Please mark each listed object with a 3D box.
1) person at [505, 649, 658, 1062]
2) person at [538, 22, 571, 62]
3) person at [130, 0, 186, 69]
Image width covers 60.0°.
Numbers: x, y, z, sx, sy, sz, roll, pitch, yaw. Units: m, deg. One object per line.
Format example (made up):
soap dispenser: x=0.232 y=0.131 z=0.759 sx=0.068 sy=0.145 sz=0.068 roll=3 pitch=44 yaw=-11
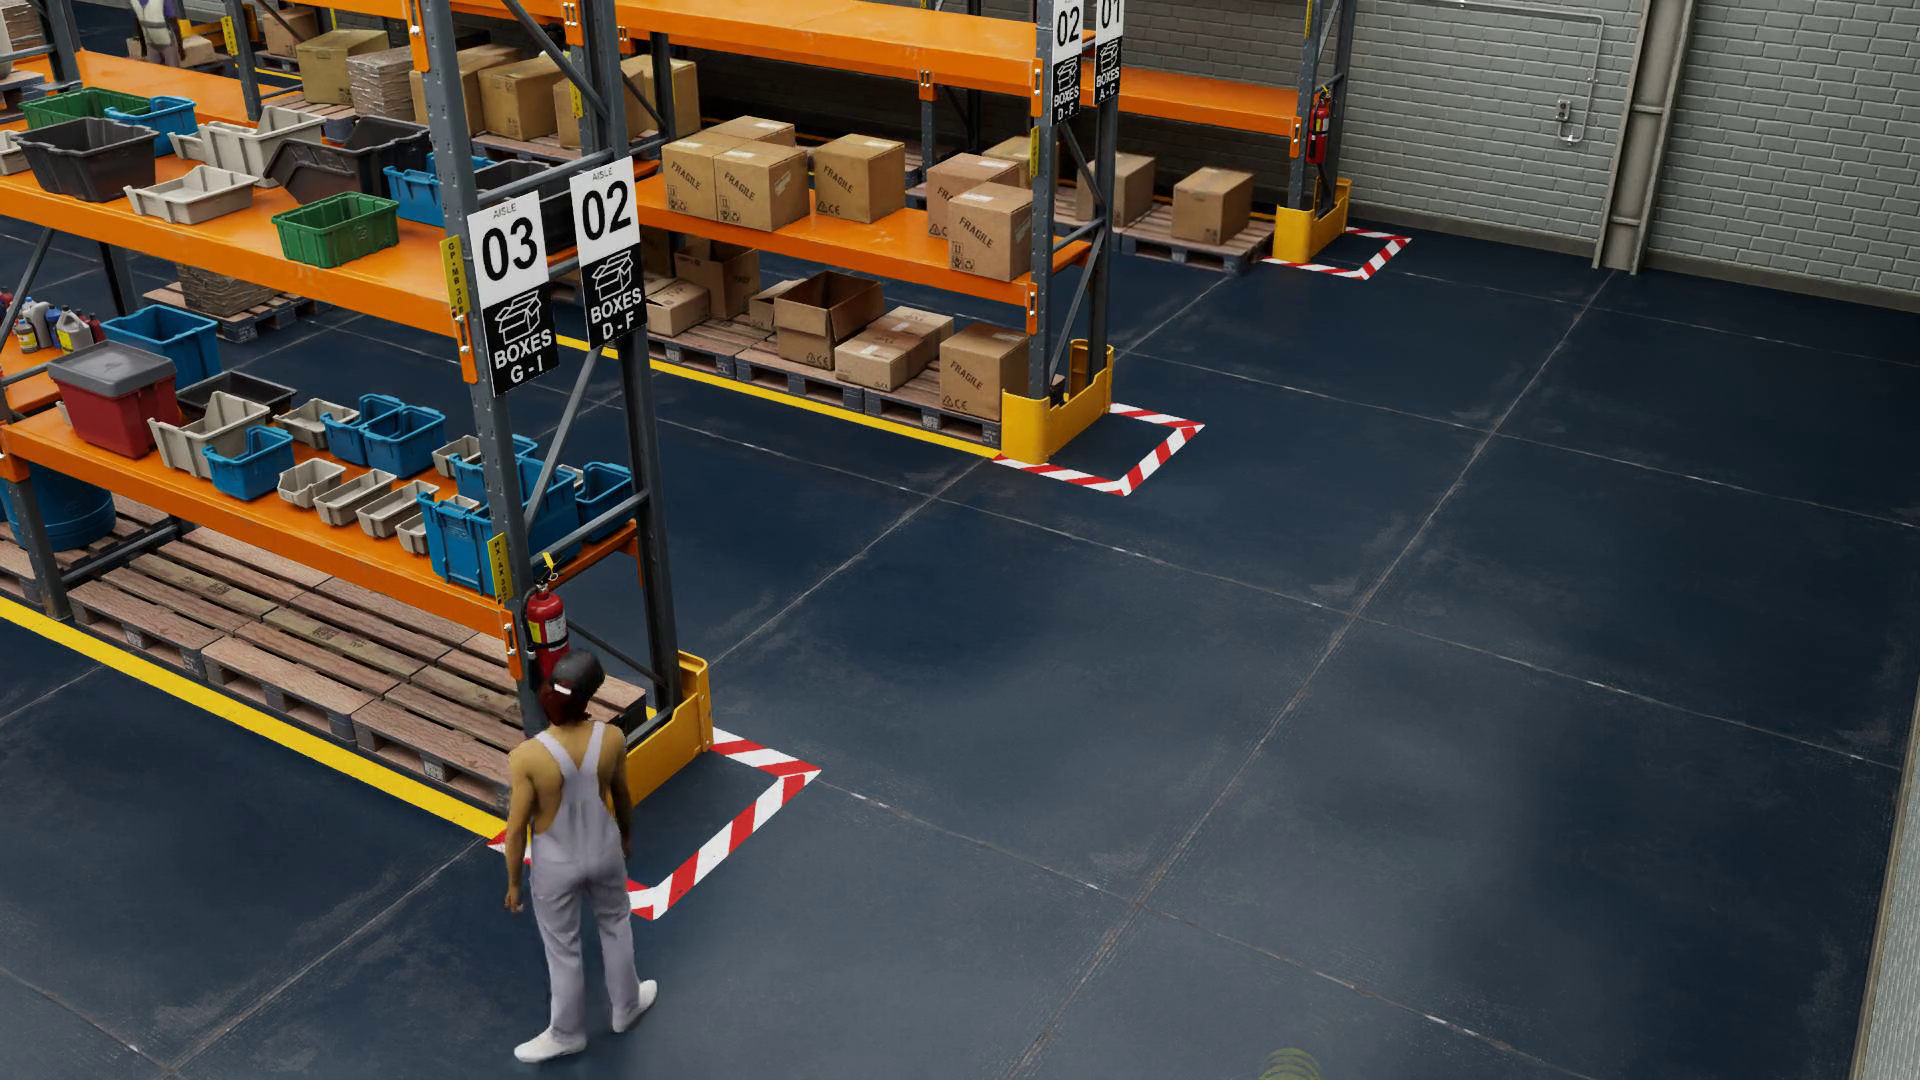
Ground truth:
person: x=-1.627 y=1.297 z=6.715 sx=0.673 sy=1.824 sz=0.383 roll=-17 pitch=33 yaw=-28
person: x=-4.119 y=-4.493 z=17.224 sx=0.540 sy=1.700 sz=0.316 roll=13 pitch=32 yaw=21
person: x=-9.248 y=-5.780 z=19.415 sx=0.732 sy=1.826 sz=0.447 roll=8 pitch=30 yaw=14
